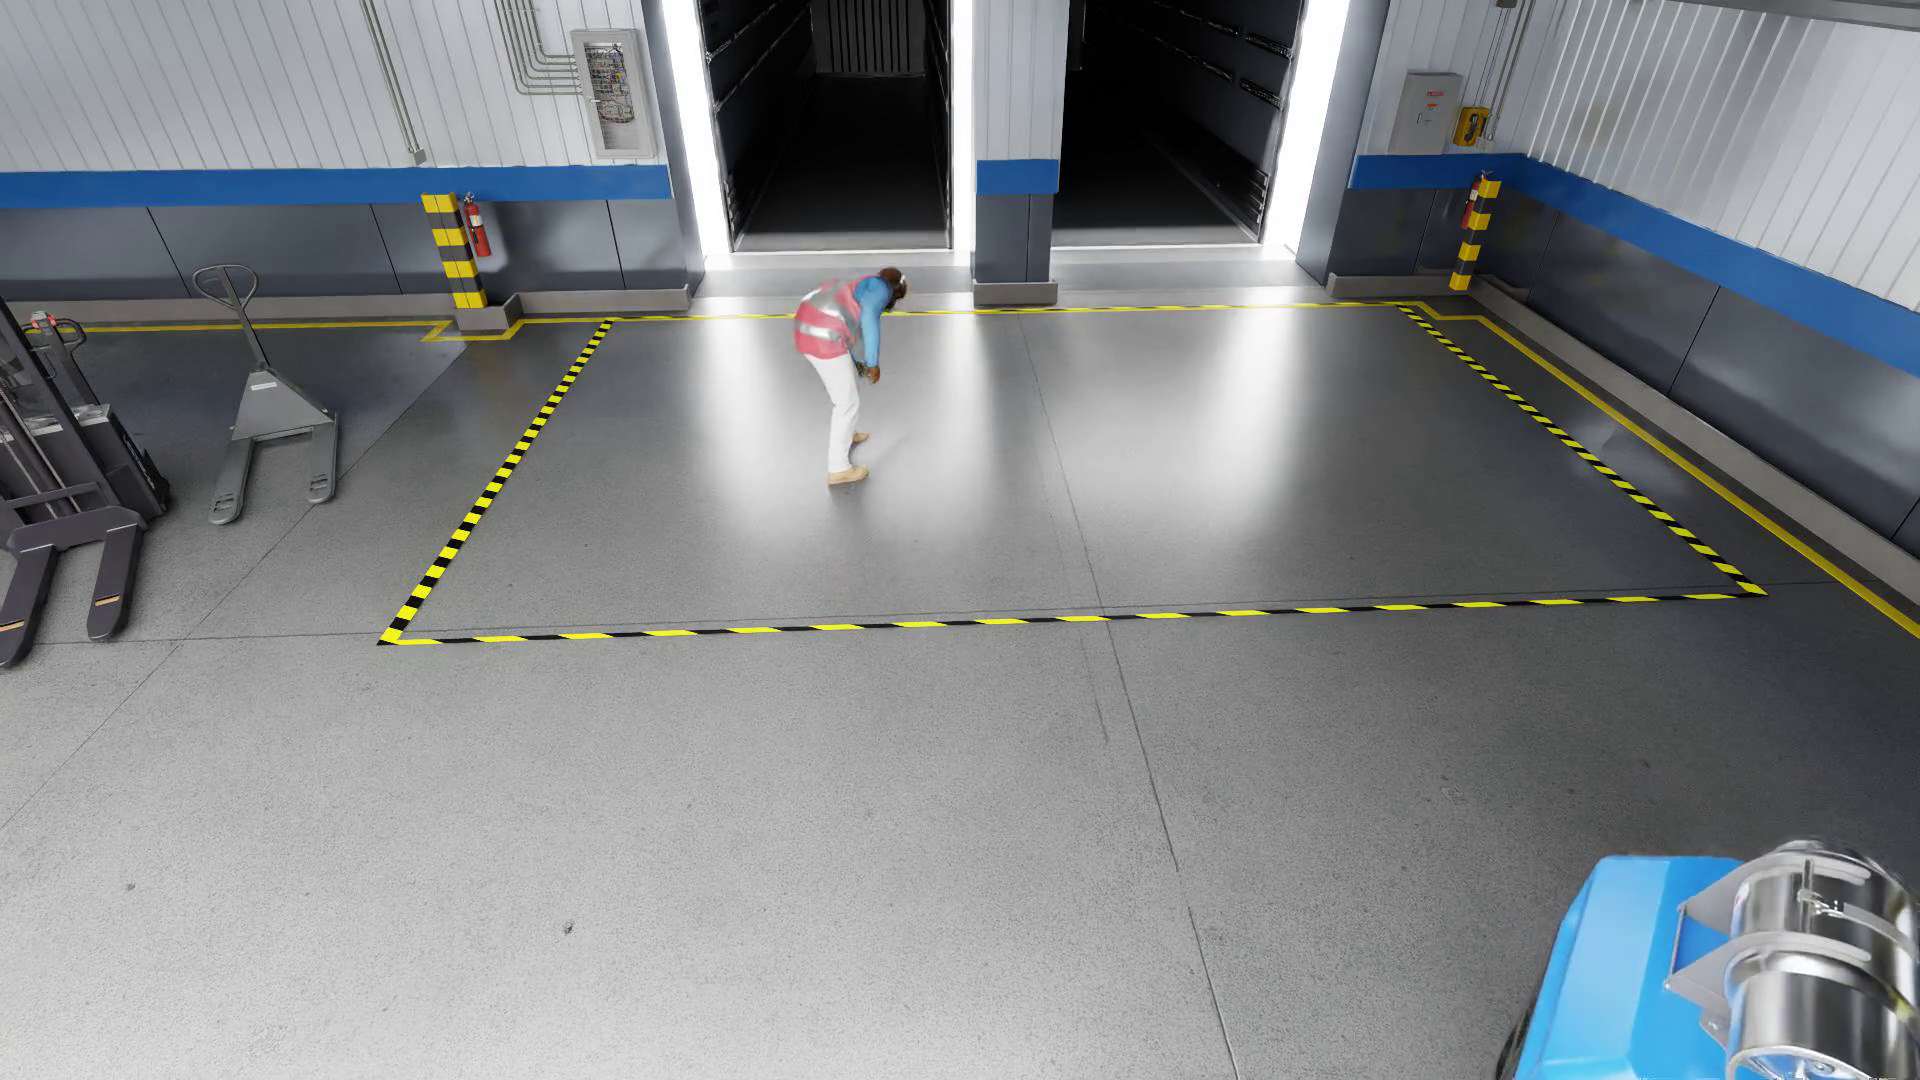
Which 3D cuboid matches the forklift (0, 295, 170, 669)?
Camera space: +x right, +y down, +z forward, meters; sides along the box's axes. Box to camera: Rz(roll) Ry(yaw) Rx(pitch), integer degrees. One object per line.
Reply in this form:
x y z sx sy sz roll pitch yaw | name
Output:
-5.212 -0.618 4.878 0.823 1.965 1.885 -20 39 -26 | forklift

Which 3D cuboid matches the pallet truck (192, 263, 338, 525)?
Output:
-4.778 -1.027 6.128 0.680 1.201 1.601 -17 38 -23 | pallet truck

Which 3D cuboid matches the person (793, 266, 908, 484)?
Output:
-0.689 -1.197 6.340 0.889 1.315 0.878 -15 37 -20 | person

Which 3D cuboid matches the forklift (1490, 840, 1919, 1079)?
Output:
2.708 1.403 1.664 2.680 2.036 1.157 25 42 31 | forklift
